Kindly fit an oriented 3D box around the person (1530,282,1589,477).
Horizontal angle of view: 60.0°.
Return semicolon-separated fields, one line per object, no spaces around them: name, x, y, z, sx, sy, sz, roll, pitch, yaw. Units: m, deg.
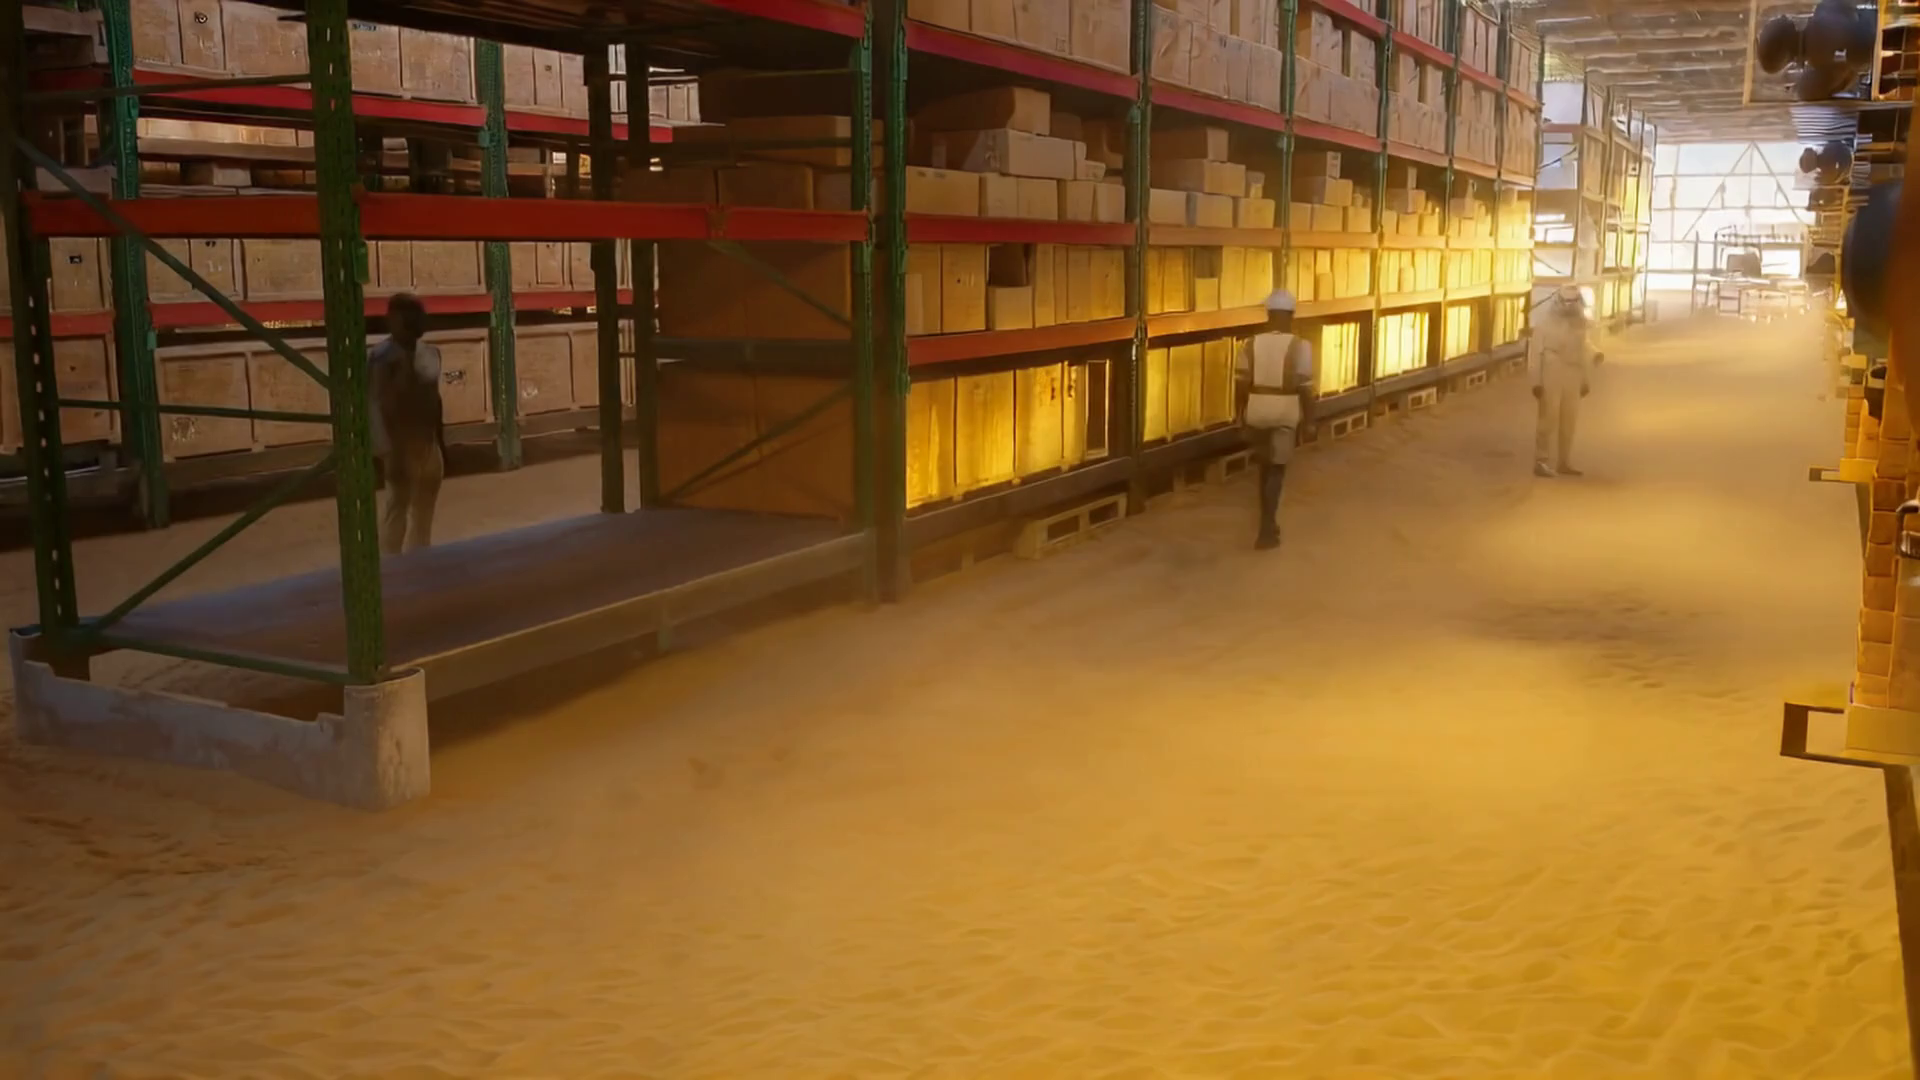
person;5.855;-1.556;16.216;0.661;1.893;0.398;-4;10;-21

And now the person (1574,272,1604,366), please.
person;11.781;-4.150;31.407;0.577;1.830;0.693;-9;13;-41

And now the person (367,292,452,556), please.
person;-3.398;-0.561;10.320;0.372;1.940;0.632;4;10;21

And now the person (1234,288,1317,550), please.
person;2.386;-0.904;12.361;0.579;1.912;0.750;6;12;32

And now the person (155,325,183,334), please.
person;-8.153;-1.651;17.214;0.503;1.727;0.520;5;11;25
